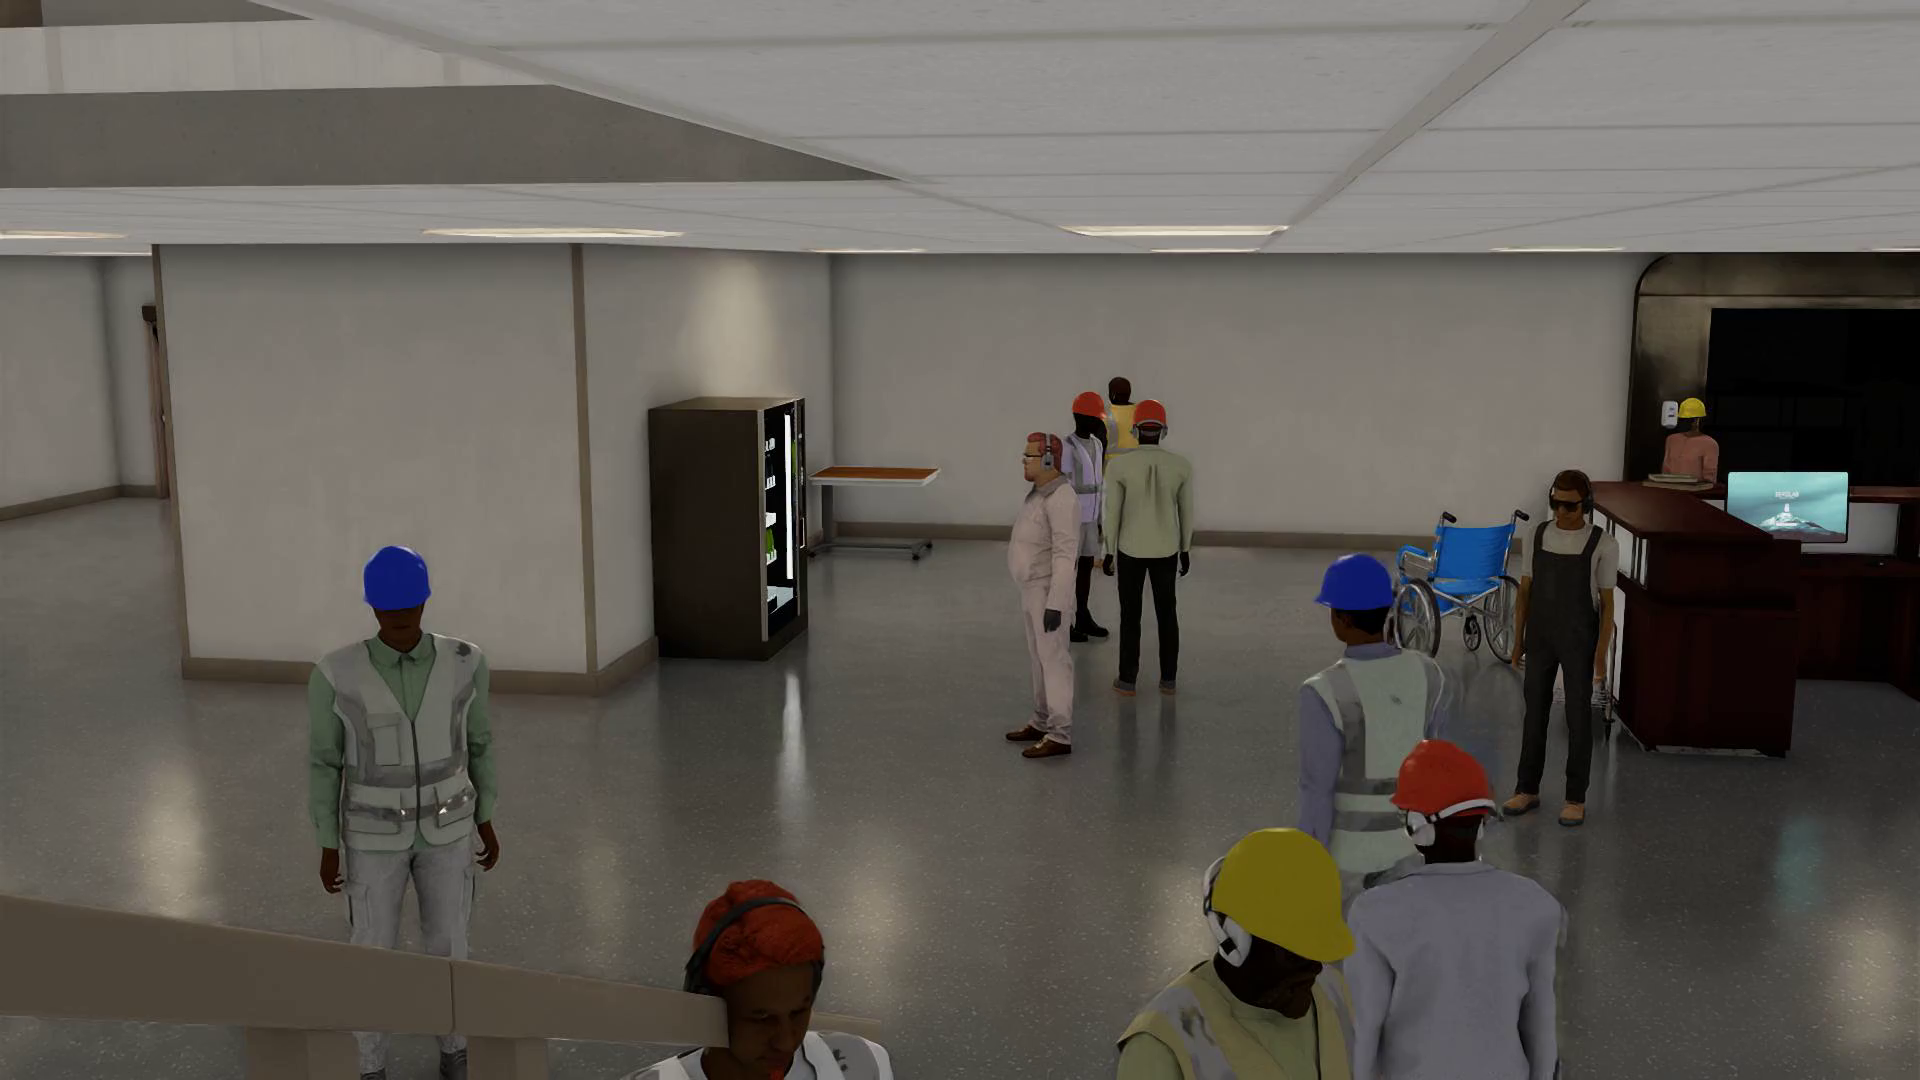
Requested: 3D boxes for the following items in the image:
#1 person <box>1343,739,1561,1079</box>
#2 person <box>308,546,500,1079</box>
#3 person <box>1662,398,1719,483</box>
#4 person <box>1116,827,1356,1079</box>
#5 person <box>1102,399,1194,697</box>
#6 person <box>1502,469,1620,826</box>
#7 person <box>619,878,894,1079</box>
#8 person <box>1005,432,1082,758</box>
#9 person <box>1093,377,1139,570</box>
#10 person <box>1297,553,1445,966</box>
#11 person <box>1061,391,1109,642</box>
[{"bbox_3d":[1.192,1.346,4.003,0.572,1.716,0.757,-3,10,-16],"label":"person"},{"bbox_3d":[-1.864,0.973,5.625,0.615,1.945,0.404,-5,11,-29],"label":"person"},{"bbox_3d":[6.289,-0.353,14.400,0.334,1.761,0.531,-5,10,-28],"label":"person"},{"bbox_3d":[0.565,1.428,3.206,0.586,1.823,0.403,-8,12,-41],"label":"person"},{"bbox_3d":[1.252,0.056,11.136,0.624,1.992,0.386,-1,9,-8],"label":"person"},{"bbox_3d":[3.103,0.546,8.588,0.506,1.842,0.346,7,12,37],"label":"person"},{"bbox_3d":[-0.342,1.471,2.755,0.574,1.883,0.355,-6,11,-32],"label":"person"},{"bbox_3d":[0.481,0.317,9.794,0.406,1.910,0.639,-2,9,-11],"label":"person"},{"bbox_3d":[1.508,-0.634,15.871,0.627,1.844,0.429,-5,10,-28],"label":"person"},{"bbox_3d":[1.414,1.004,5.570,0.613,1.919,0.887,-4,10,-25],"label":"person"},{"bbox_3d":[0.950,-0.180,12.807,0.390,1.929,0.545,8,12,39],"label":"person"}]
